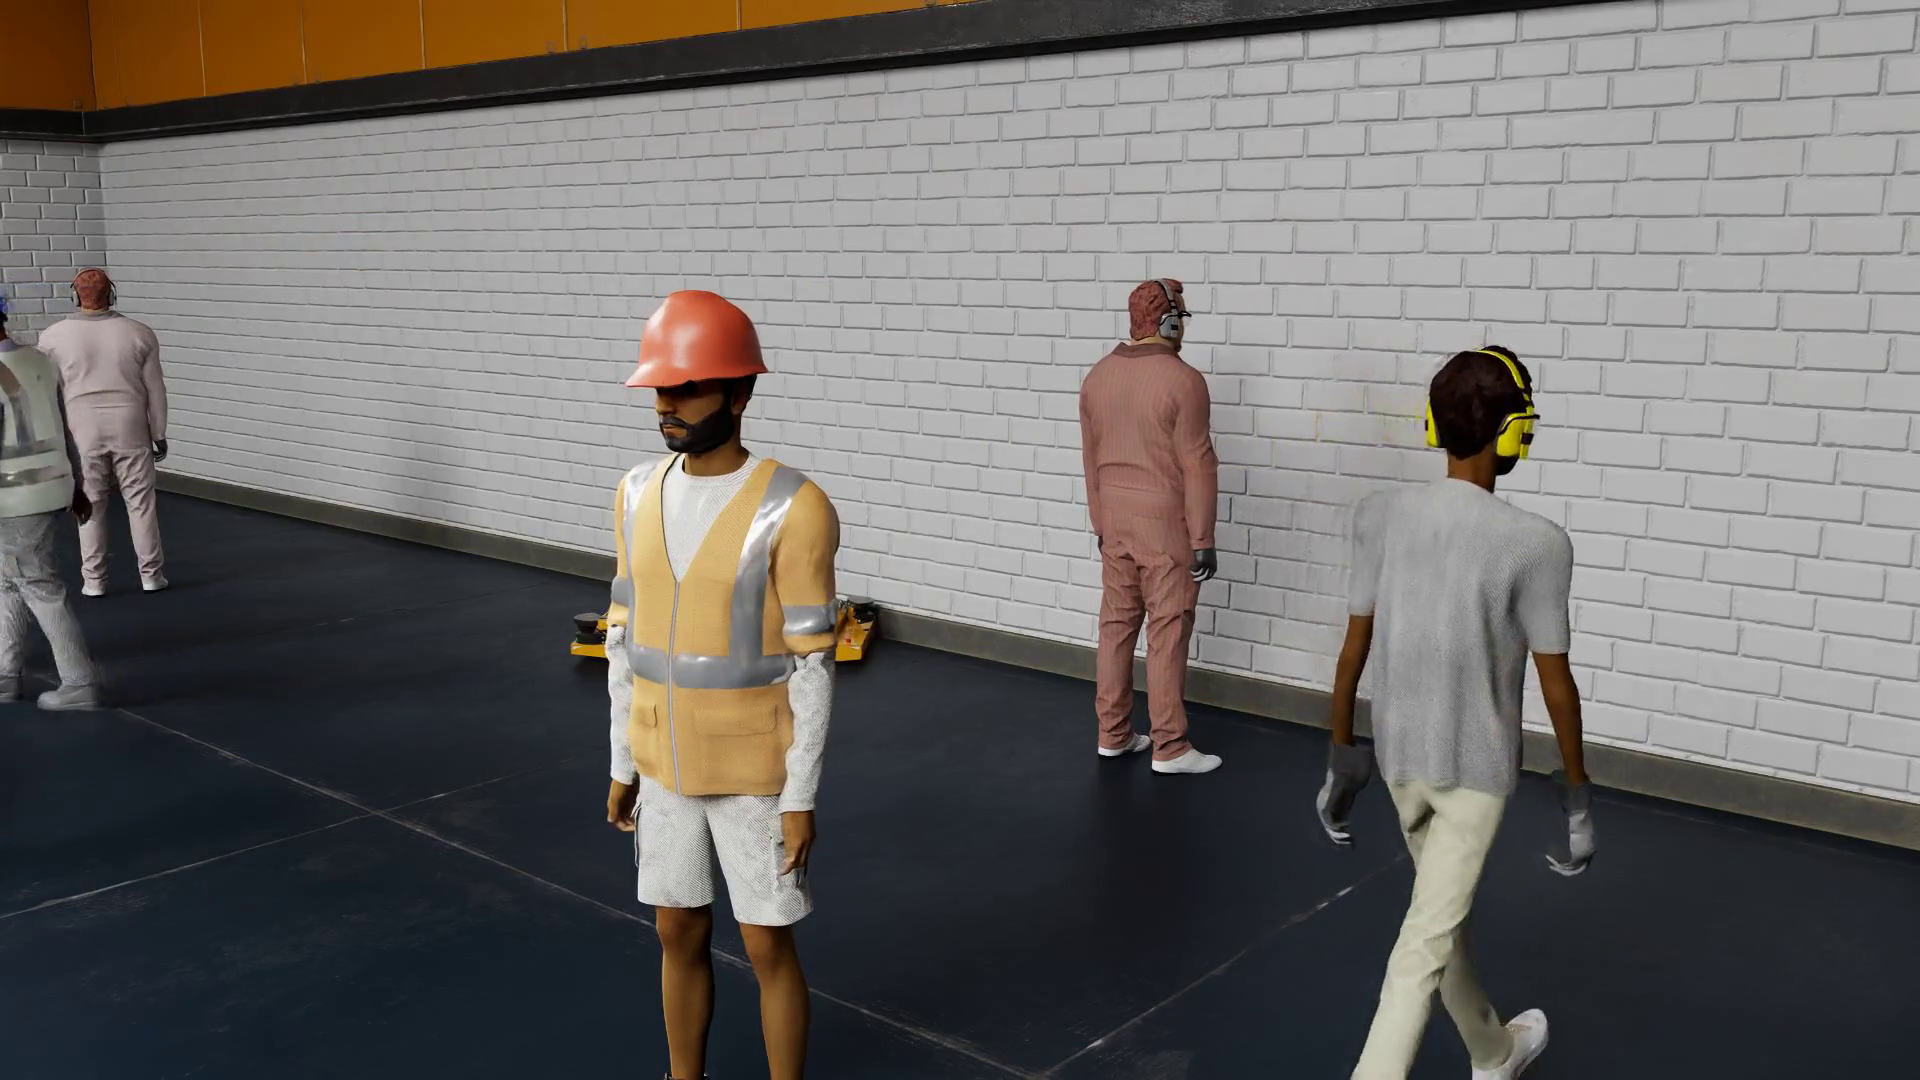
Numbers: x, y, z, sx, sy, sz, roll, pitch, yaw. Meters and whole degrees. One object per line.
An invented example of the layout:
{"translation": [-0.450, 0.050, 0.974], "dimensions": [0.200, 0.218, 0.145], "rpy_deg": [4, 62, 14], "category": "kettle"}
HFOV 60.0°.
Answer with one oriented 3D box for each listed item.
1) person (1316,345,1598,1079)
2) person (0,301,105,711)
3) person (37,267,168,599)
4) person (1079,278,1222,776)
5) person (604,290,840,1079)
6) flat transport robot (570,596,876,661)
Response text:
{"translation": [1.104, 0.496, 3.595], "dimensions": [0.991, 1.814, 0.543], "rpy_deg": [-9, 13, -40], "category": "person"}
{"translation": [-4.148, -0.168, 7.165], "dimensions": [0.820, 1.890, 0.673], "rpy_deg": [-1, 10, -3], "category": "person"}
{"translation": [-4.944, -0.616, 9.656], "dimensions": [0.643, 1.913, 0.411], "rpy_deg": [-5, 11, -27], "category": "person"}
{"translation": [0.756, -0.047, 6.430], "dimensions": [0.409, 1.909, 0.643], "rpy_deg": [-8, 13, -39], "category": "person"}
{"translation": [-0.513, 0.461, 3.450], "dimensions": [0.544, 1.939, 0.354], "rpy_deg": [5, 11, 26], "category": "person"}
{"translation": [-1.170, 0.428, 8.382], "dimensions": [1.431, 0.197, 0.652], "rpy_deg": [1, 10, 3], "category": "flat transport robot"}
